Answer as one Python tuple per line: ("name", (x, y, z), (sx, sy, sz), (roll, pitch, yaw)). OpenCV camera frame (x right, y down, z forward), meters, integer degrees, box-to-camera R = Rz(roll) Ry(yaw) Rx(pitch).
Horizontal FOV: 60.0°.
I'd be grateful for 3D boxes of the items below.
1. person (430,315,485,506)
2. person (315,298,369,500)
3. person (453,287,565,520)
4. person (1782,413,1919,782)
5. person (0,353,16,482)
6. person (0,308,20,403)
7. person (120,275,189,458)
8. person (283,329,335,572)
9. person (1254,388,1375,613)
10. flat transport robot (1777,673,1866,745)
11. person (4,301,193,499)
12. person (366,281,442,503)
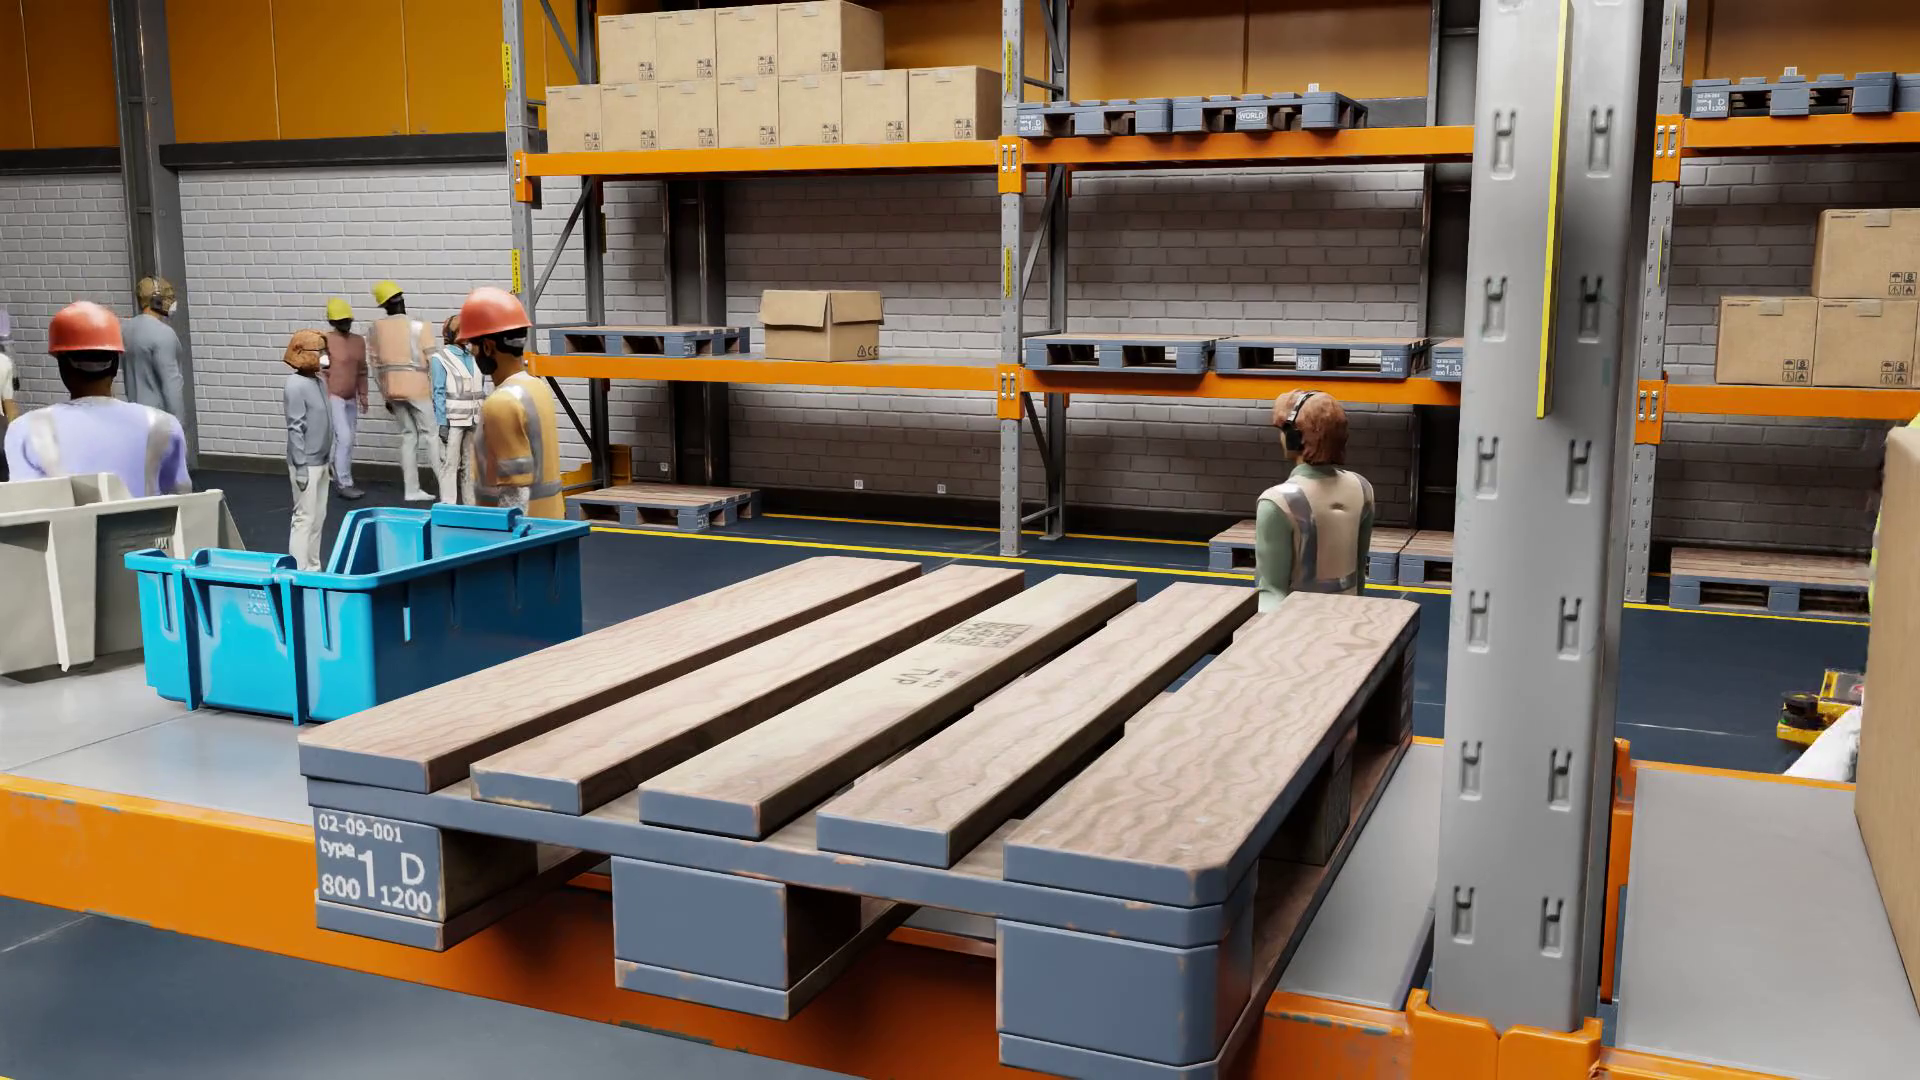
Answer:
("person", (-3.716, -0.855, 12.396), (0.307, 1.641, 0.513), (5, 11, 26))
("person", (-5.250, -1.194, 14.176), (0.598, 1.719, 0.533), (4, 10, 23))
("person", (-1.674, 0.031, 6.221), (0.384, 1.930, 0.547), (0, 9, -1))
("person", (3.131, 0.223, 5.441), (0.915, 1.808, 0.619), (6, 11, 31))
("person", (-5.626, -0.471, 9.562), (0.585, 1.831, 0.502), (7, 12, 38))
("person", (-9.478, -1.652, 16.261), (0.552, 1.942, 0.343), (0, 9, 2))
("person", (-5.418, -0.814, 11.255), (0.635, 1.938, 0.353), (8, 12, 40))
("person", (-3.852, -0.436, 9.900), (0.274, 1.632, 0.503), (0, 9, -2))
("person", (1.075, 0.353, 5.153), (0.514, 1.642, 0.310), (-8, 12, -40))
("flat transport robot", (4.182, 0.755, 6.838), (1.431, 0.197, 0.652), (5, 11, 30))
("person", (-2.879, 0.152, 5.614), (0.571, 1.882, 0.981), (-7, 12, -36))
("person", (-4.605, -1.225, 13.940), (0.665, 1.869, 0.421), (1, 10, 9))
